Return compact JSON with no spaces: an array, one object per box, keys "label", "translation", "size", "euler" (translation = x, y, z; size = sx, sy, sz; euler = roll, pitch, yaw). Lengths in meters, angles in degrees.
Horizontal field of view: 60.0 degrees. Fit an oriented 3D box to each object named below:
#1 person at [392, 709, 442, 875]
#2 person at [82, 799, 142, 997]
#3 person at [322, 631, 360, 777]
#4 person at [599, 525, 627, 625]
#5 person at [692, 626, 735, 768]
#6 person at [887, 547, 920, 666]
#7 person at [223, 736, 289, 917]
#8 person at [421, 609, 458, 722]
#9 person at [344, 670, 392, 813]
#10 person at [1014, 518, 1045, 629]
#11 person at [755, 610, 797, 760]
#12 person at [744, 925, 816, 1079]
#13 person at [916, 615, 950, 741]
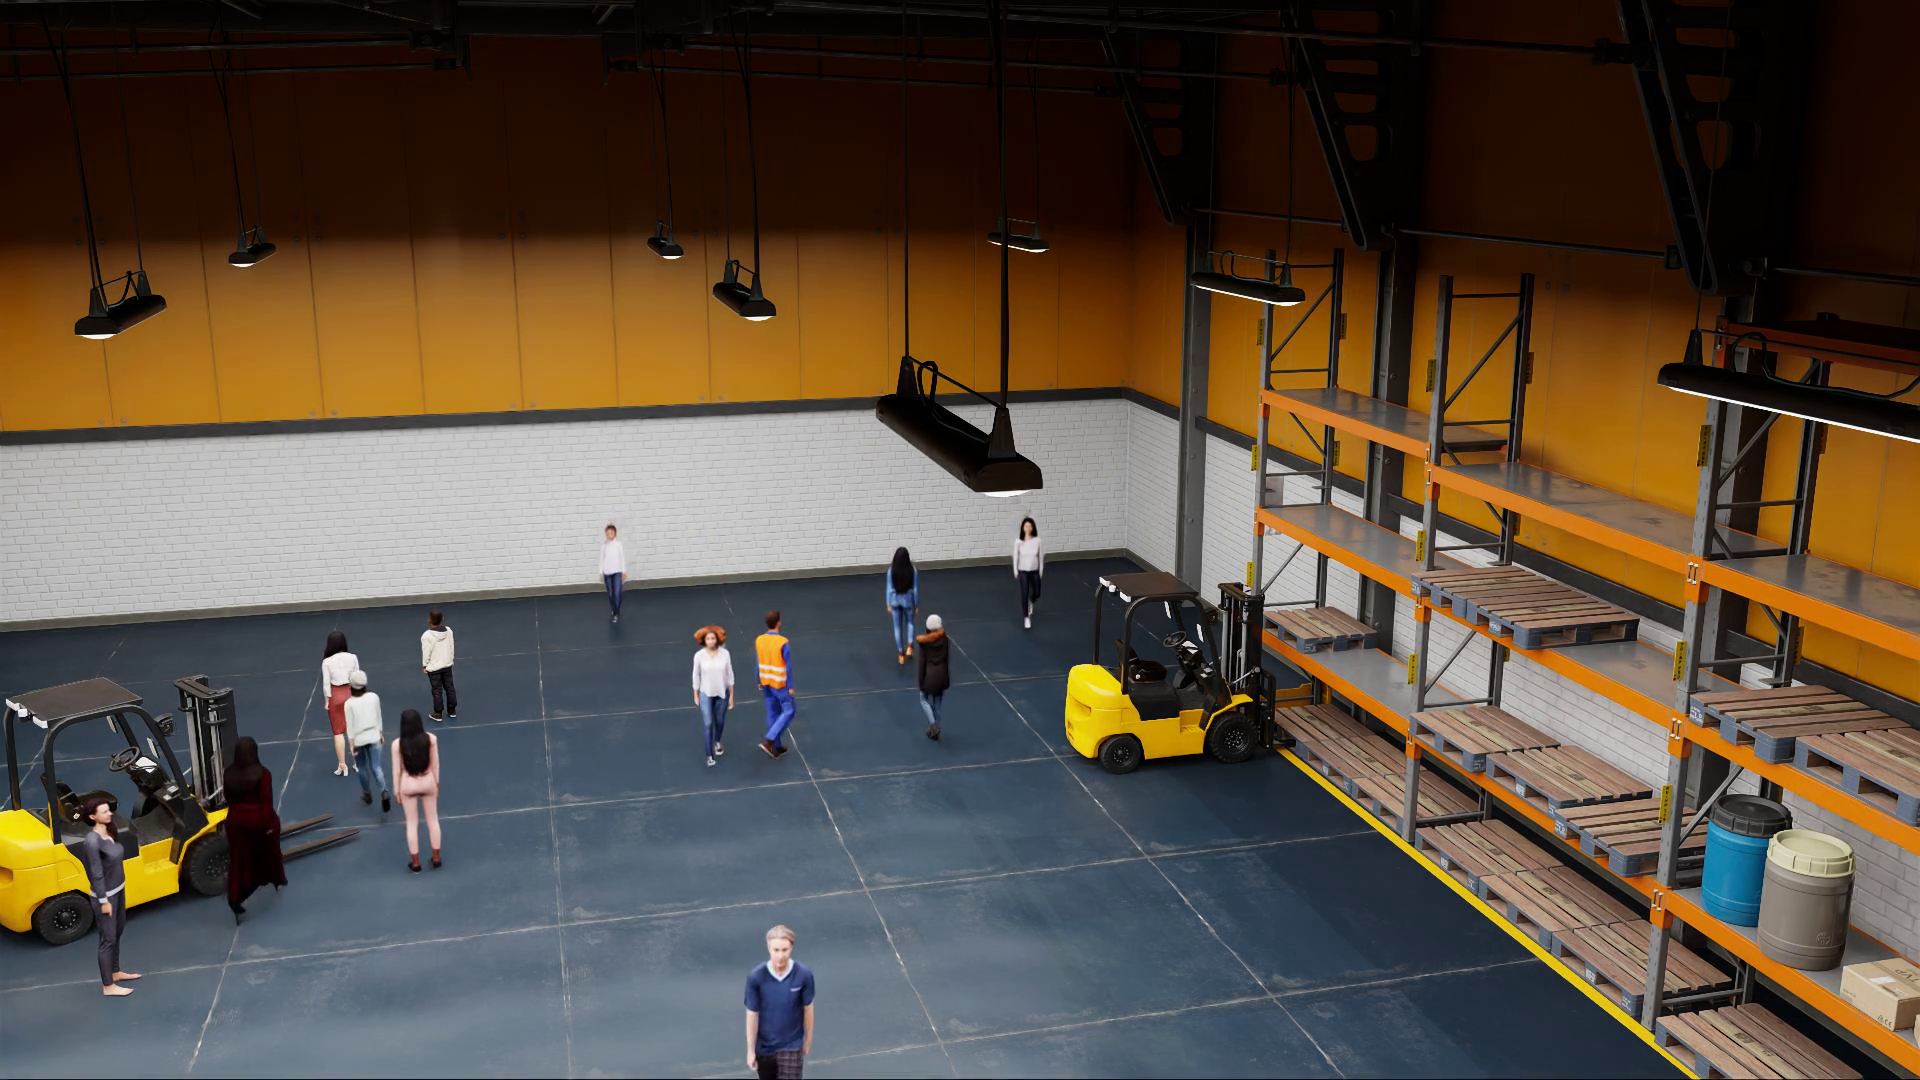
[{"label":"person","translation":[-5.526,2.546,16.943],"size":[0.662,1.719,0.606],"euler":[-7,15,-27]},{"label":"person","translation":[-7.474,3.098,14.561],"size":[0.680,1.767,0.466],"euler":[-3,14,-11]},{"label":"person","translation":[-7.245,1.906,19.516],"size":[0.668,1.751,0.670],"euler":[-13,19,-43]},{"label":"person","translation":[-5.365,0.512,25.775],"size":[0.692,1.516,1.099],"euler":[-1,14,-4]},{"label":"person","translation":[-2.955,1.828,20.007],"size":[0.635,1.671,1.074],"euler":[-4,14,-16]},{"label":"person","translation":[-0.816,0.957,23.540],"size":[0.648,1.701,0.700],"euler":[-1,14,-5]},{"label":"person","translation":[-6.856,2.780,15.979],"size":[0.898,1.718,1.175],"euler":[1,14,5]},{"label":"person","translation":[-6.702,1.599,21.416],"size":[0.663,1.454,0.665],"euler":[-13,19,-42]},{"label":"person","translation":[-6.545,2.242,18.403],"size":[0.868,1.622,1.124],"euler":[-9,17,-34]},{"label":"person","translation":[1.056,0.472,25.576],"size":[0.709,1.687,0.944],"euler":[-1,14,-4]},{"label":"person","translation":[-2.246,1.764,19.882],"size":[0.950,1.855,1.006],"euler":[9,16,33]},{"label":"person","translation":[-1.331,3.655,12.134],"size":[0.845,1.826,1.263],"euler":[-1,14,-2]},{"label":"person","translation":[-0.299,1.724,20.541],"size":[0.691,1.623,0.769],"euler":[-7,15,-26]}]
